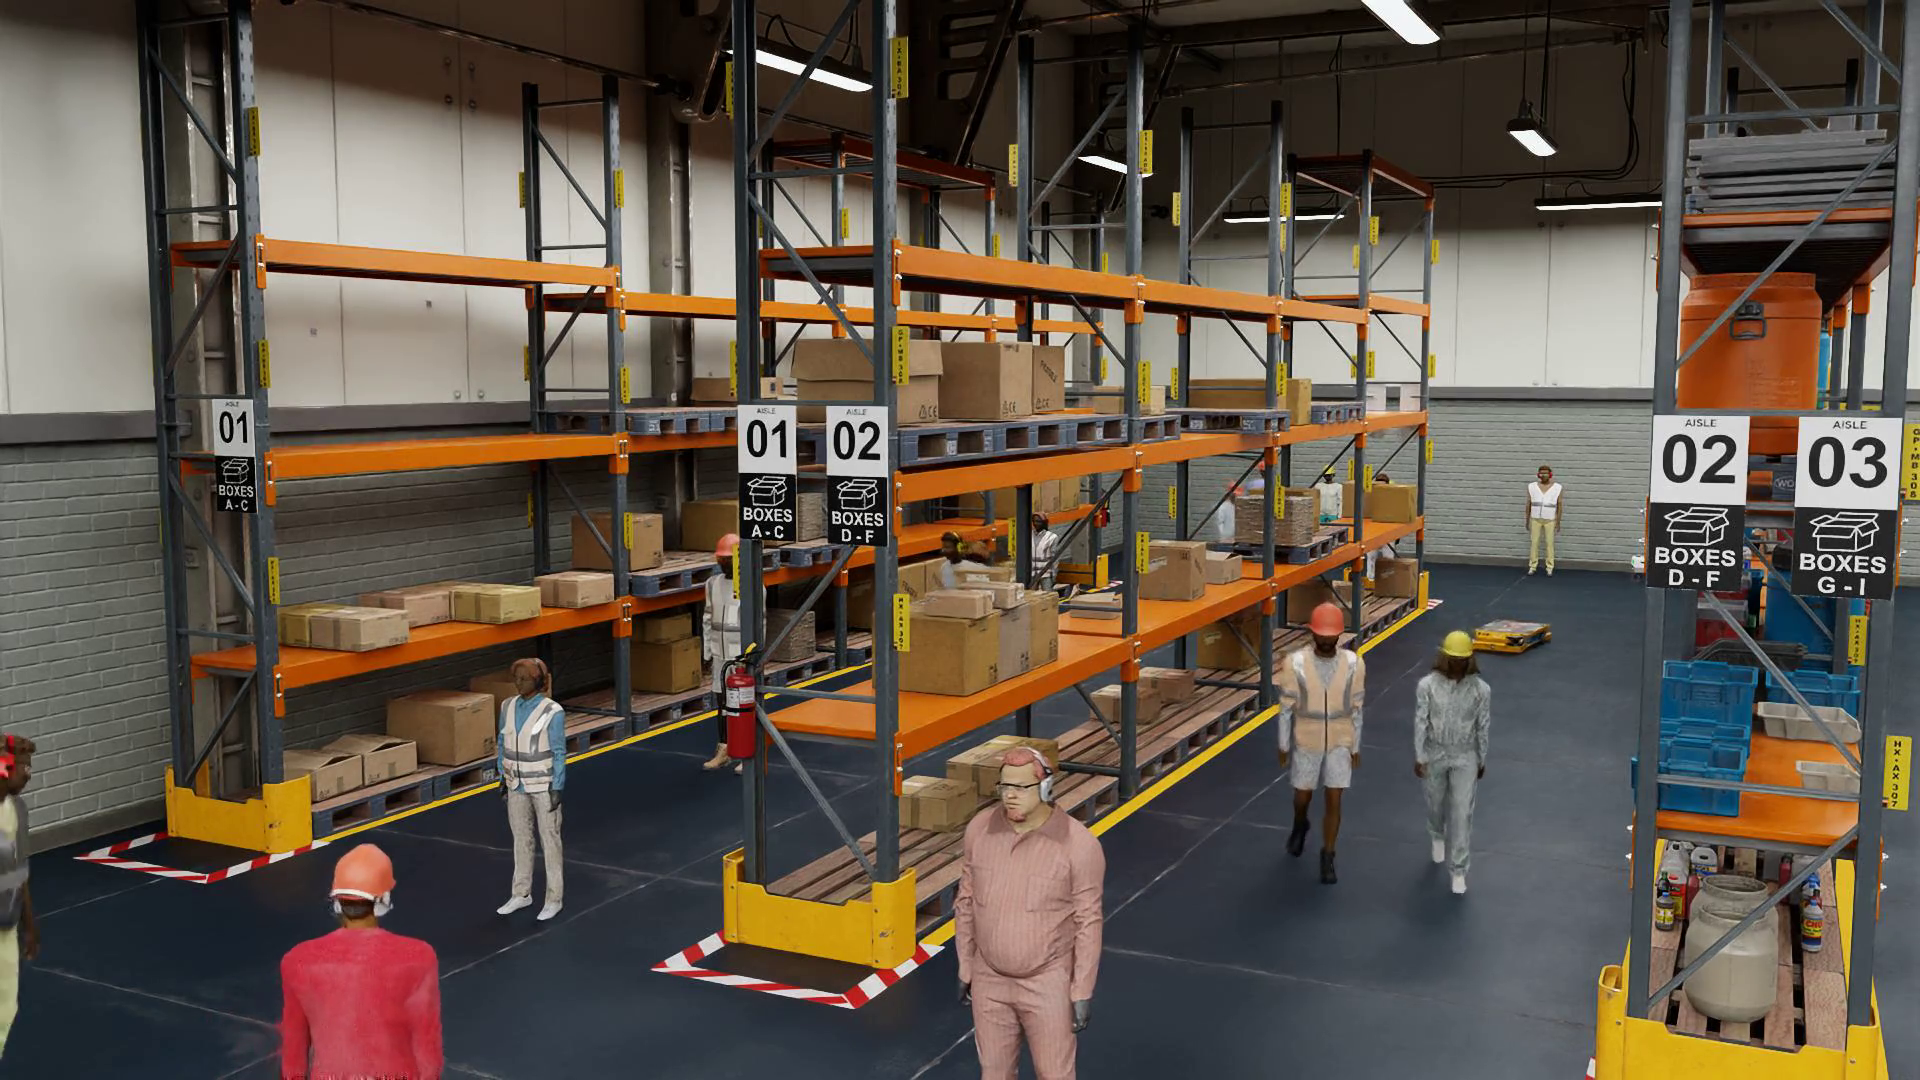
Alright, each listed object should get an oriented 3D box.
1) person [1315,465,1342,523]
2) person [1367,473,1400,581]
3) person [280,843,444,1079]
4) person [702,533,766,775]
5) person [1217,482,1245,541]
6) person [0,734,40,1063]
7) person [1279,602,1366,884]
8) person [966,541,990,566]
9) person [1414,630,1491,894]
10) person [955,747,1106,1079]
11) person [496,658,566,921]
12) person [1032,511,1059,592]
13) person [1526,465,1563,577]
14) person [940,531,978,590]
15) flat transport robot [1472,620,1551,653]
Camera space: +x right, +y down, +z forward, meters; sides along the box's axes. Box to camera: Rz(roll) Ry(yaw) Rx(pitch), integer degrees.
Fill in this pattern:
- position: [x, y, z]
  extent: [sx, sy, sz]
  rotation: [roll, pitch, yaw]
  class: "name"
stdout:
- position: [6.423, -0.435, 29.046]
  extent: [0.525, 1.769, 0.316]
  rotation: [3, 7, 26]
  class: "person"
- position: [6.431, -0.098, 25.407]
  extent: [0.625, 1.844, 0.429]
  rotation: [3, 7, 26]
  class: "person"
- position: [-2.138, 1.958, 5.938]
  extent: [0.569, 1.732, 0.675]
  rotation: [0, 6, -3]
  class: "person"
- position: [-1.931, 0.962, 14.100]
  extent: [0.607, 2.048, 0.370]
  rotation: [3, 7, 26]
  class: "person"
- position: [4.194, -0.052, 25.661]
  extent: [0.551, 1.706, 0.921]
  rotation: [-1, 6, -11]
  class: "person"
- position: [-4.373, 1.775, 7.376]
  extent: [0.449, 1.802, 0.685]
  rotation: [0, 6, 2]
  class: "person"
- position: [2.431, 1.333, 11.213]
  extent: [0.556, 1.910, 0.699]
  rotation: [1, 6, 6]
  class: "person"
- position: [0.115, 0.819, 17.602]
  extent: [0.361, 1.605, 0.658]
  rotation: [1, 6, 13]
  class: "person"
- position: [3.306, 1.430, 11.182]
  extent: [0.482, 1.711, 0.823]
  rotation: [2, 6, 18]
  class: "person"
- position: [0.257, 1.784, 6.784]
  extent: [0.641, 1.908, 0.407]
  rotation: [3, 7, 26]
  class: "person"
- position: [-2.676, 1.542, 10.400]
  extent: [0.514, 1.645, 0.309]
  rotation: [3, 7, 26]
  class: "person"
- position: [1.003, 0.454, 21.005]
  extent: [0.514, 1.641, 0.309]
  rotation: [3, 7, 26]
  class: "person"
- position: [9.653, -0.316, 27.500]
  extent: [0.565, 1.846, 0.390]
  rotation: [3, 7, 26]
  class: "person"
- position: [0.052, 0.817, 16.543]
  extent: [0.529, 1.842, 0.661]
  rotation: [5, 7, 38]
  class: "person"
- position: [6.794, 1.178, 20.552]
  extent: [0.652, 0.197, 1.431]
  rotation: [4, 7, 34]
  class: "flat transport robot"
